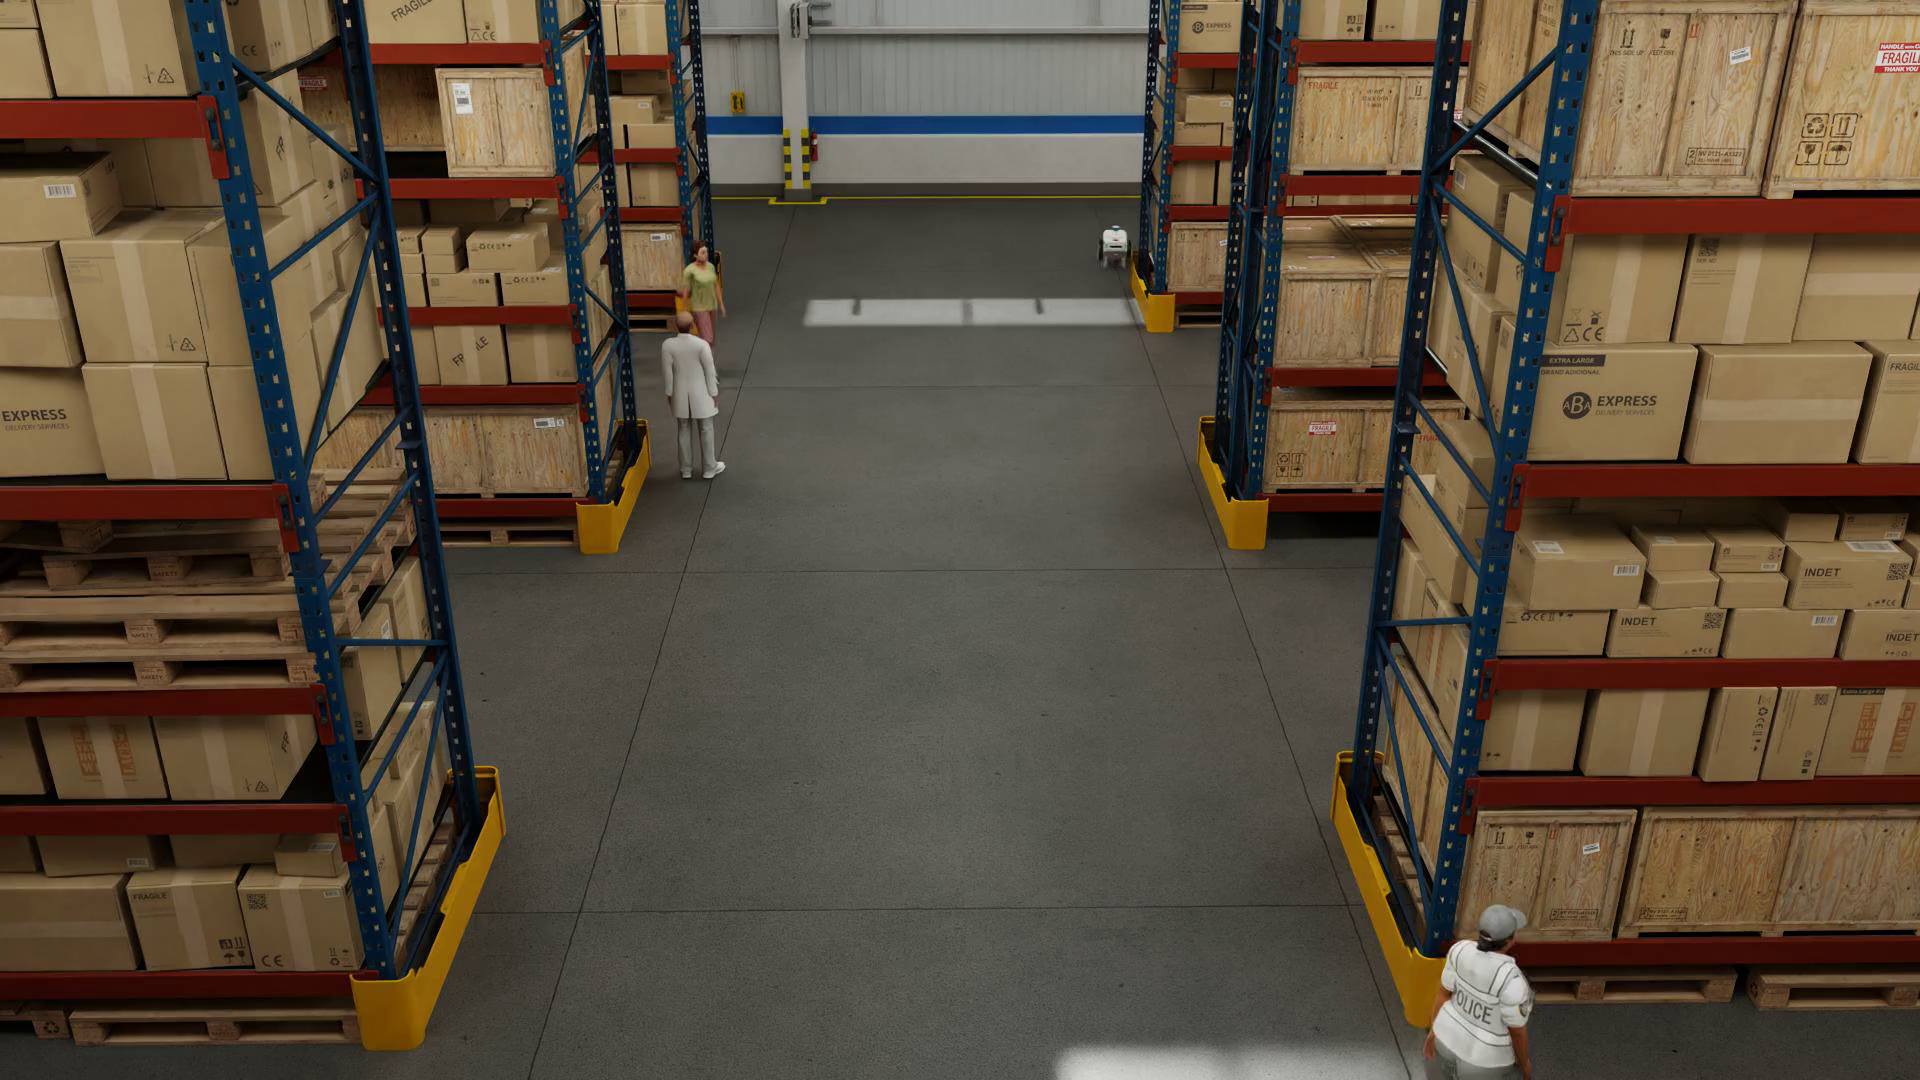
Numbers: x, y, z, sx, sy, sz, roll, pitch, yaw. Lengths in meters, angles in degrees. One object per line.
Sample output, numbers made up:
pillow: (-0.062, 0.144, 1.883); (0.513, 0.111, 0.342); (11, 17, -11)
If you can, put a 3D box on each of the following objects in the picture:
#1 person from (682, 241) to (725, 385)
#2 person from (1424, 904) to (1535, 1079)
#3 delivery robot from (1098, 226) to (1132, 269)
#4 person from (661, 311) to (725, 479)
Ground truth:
person: (-3.006, -2.715, 19.775); (0.500, 1.683, 0.497); (21, 32, 38)
person: (2.590, 2.604, 8.451); (0.894, 1.653, 0.507); (-12, 28, -24)
delivery robot: (2.220, -4.327, 24.717); (0.667, 0.535, 0.696); (2, 25, 3)
person: (-2.747, -1.509, 17.085); (0.554, 1.781, 0.391); (3, 25, 5)
